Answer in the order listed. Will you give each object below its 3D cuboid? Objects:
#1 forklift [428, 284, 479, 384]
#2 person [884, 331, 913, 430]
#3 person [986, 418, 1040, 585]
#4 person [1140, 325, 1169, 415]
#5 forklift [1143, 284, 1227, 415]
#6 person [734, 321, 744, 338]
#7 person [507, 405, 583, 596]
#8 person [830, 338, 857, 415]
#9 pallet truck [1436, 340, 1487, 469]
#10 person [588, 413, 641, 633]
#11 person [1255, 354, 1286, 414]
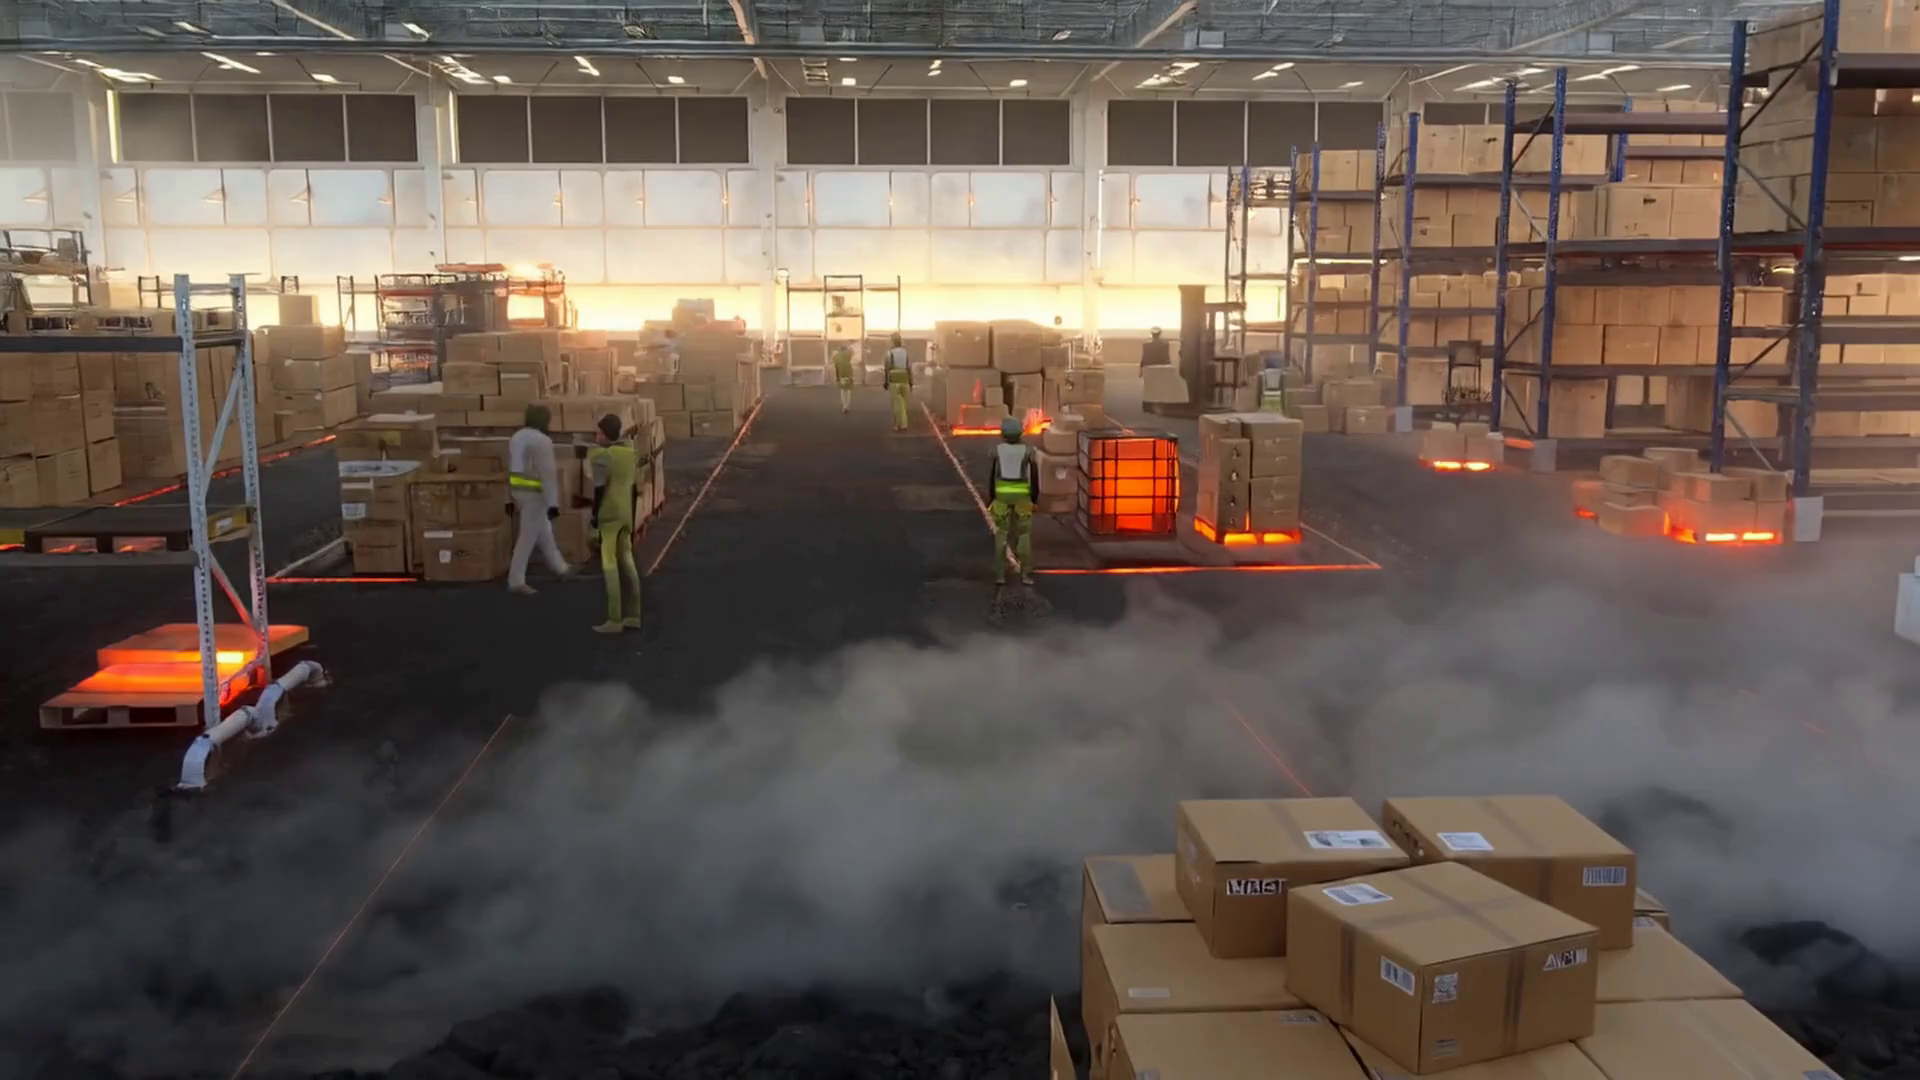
[{"bbox_3d":[-11.186,-4.309,37.087,1.129,2.768,1.873,-5,10,-29],"label":"forklift"},{"bbox_3d":[-1.219,-3.126,32.649,0.581,1.919,0.423,-3,10,-20],"label":"person"},{"bbox_3d":[0.515,-0.369,16.228,0.523,1.639,0.308,1,9,4],"label":"person"},{"bbox_3d":[4.243,-3.673,35.979,0.610,1.963,0.911,-2,9,-15],"label":"person"},{"bbox_3d":[4.974,-4.089,35.706,1.873,2.768,1.129,4,10,24],"label":"forklift"},{"bbox_3d":[-5.577,-4.478,41.220,0.921,1.912,0.640,3,9,16],"label":"person"},{"bbox_3d":[-4.001,-0.394,15.953,1.013,1.775,0.668,-8,12,-42],"label":"person"},{"bbox_3d":[-2.544,-3.561,36.231,0.552,1.649,0.874,-4,10,-21],"label":"person"},{"bbox_3d":[8.004,-2.170,26.422,0.823,1.965,1.885,2,9,14],"label":"pallet truck"},{"bbox_3d":[-2.937,-0.140,14.091,0.309,1.864,0.535,6,11,34],"label":"person"},{"bbox_3d":[5.508,-2.490,29.558,0.536,1.621,0.421,-2,9,-11],"label":"person"}]
